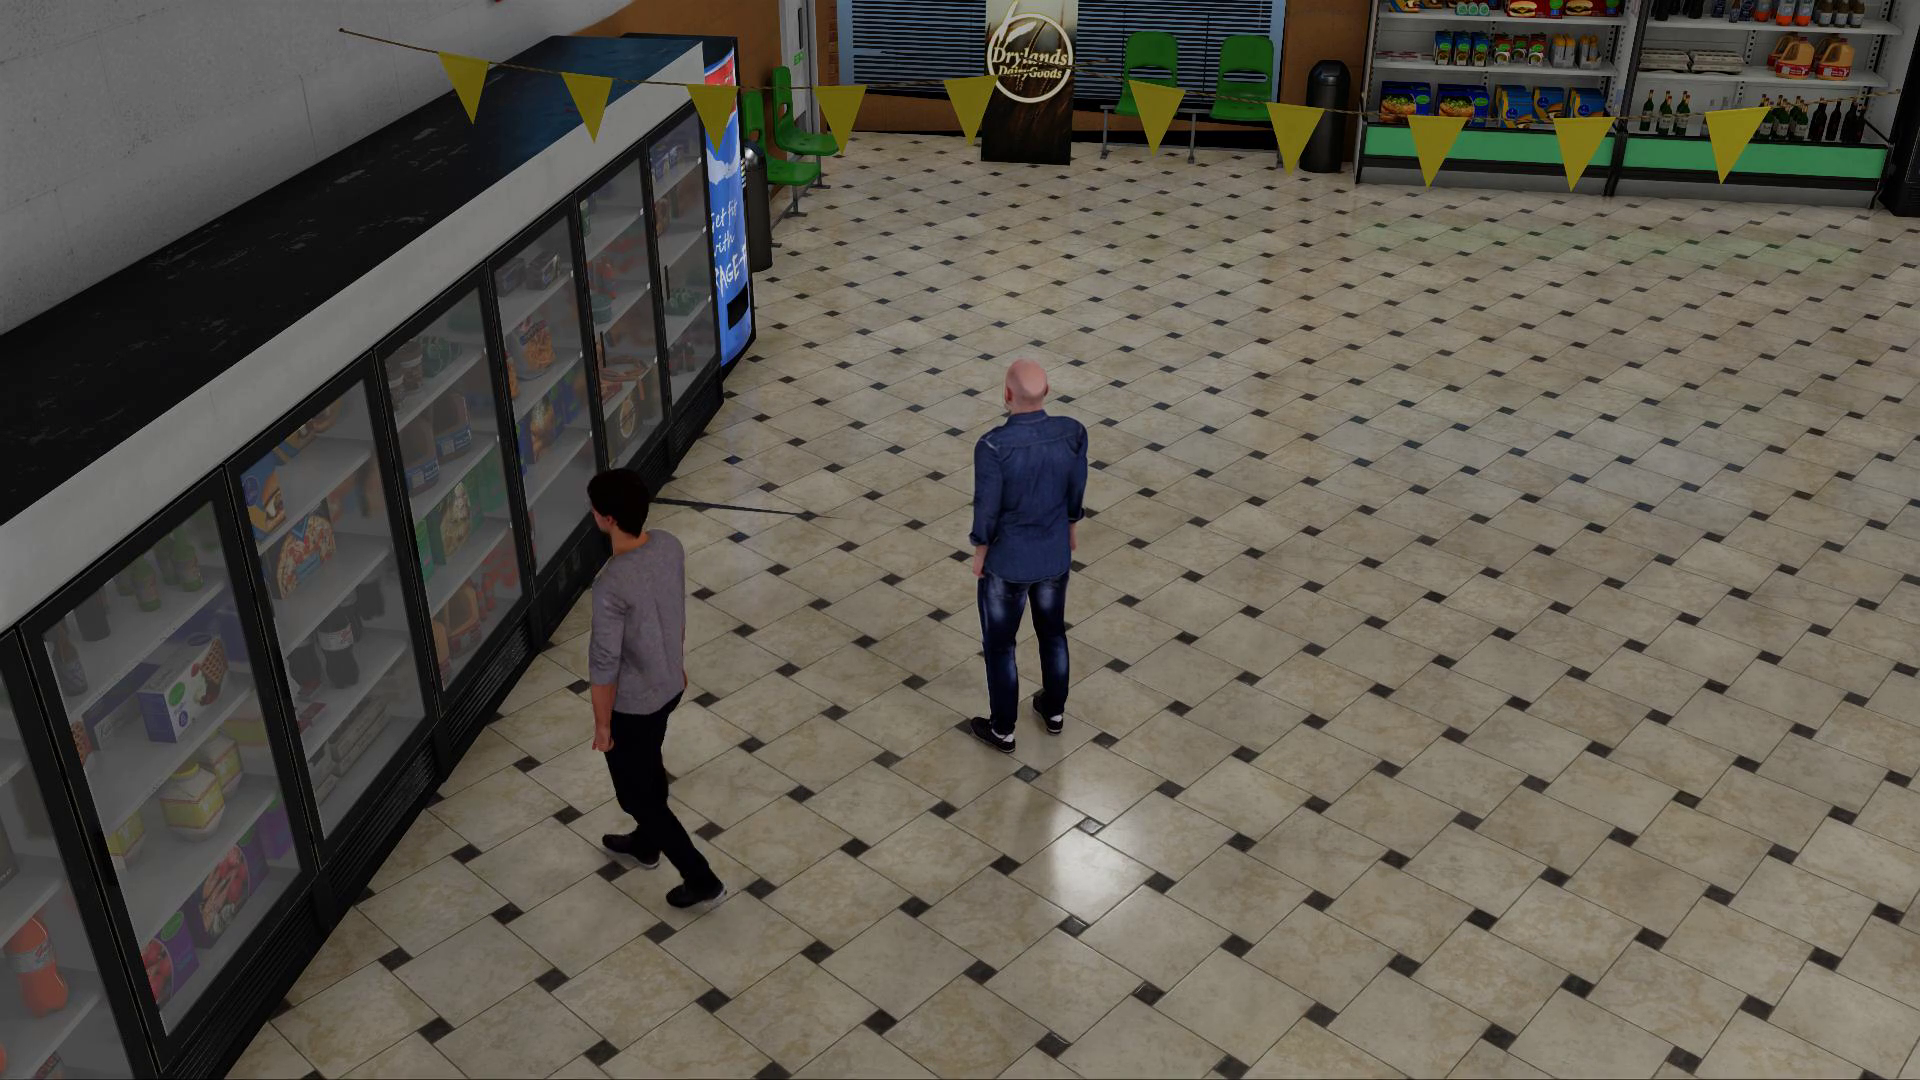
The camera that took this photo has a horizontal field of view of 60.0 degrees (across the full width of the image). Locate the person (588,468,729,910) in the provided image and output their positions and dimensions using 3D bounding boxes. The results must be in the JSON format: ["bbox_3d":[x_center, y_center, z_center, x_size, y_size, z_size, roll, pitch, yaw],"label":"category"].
[{"bbox_3d":[-1.134,0.586,6.184,0.997,1.832,0.811,12,31,21],"label":"person"}]

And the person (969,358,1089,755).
[{"bbox_3d":[0.279,0.075,7.125,0.769,1.826,0.856,-15,32,-26],"label":"person"}]
